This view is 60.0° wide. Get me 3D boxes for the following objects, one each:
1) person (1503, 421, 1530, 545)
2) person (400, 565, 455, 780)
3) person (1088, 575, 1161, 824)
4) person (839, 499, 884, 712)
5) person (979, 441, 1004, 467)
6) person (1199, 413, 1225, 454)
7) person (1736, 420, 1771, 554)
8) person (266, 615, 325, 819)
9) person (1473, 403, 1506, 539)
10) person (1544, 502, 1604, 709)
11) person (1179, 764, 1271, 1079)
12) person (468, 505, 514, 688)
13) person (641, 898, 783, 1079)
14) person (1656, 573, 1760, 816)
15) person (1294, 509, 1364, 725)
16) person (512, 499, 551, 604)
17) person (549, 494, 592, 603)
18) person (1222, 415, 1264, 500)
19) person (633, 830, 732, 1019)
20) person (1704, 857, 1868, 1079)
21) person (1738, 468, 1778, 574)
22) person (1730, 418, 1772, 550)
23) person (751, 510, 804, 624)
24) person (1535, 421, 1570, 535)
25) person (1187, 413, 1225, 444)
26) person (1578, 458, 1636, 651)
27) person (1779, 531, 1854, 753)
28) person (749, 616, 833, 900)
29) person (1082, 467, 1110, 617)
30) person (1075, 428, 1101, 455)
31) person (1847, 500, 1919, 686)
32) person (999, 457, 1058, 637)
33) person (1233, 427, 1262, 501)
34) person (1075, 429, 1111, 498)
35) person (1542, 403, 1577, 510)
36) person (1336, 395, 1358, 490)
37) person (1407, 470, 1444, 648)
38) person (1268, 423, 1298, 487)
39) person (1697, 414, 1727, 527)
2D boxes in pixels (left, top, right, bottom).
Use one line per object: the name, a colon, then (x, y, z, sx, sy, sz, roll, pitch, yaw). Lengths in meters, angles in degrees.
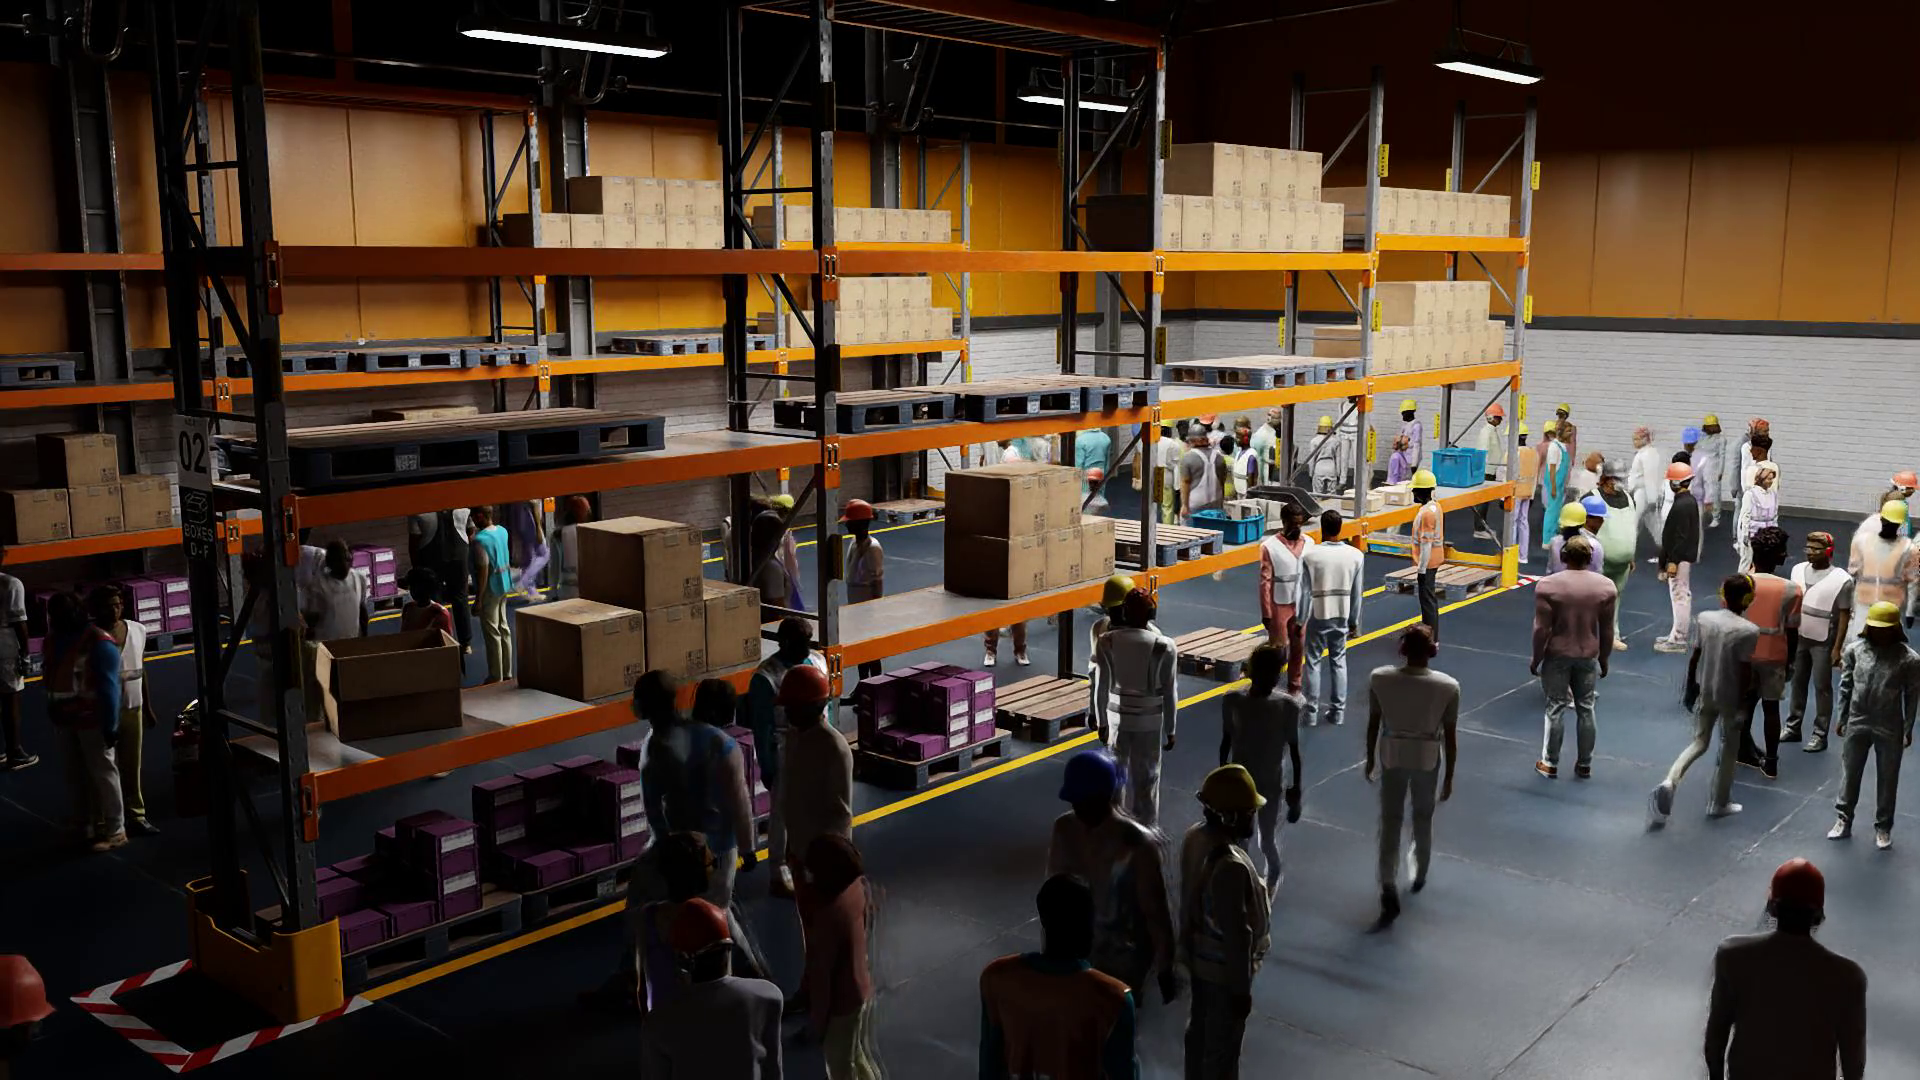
person: (7.521, -0.660, 22.579, 0.377, 1.926, 0.598, 9, 13, 42)
person: (-4.211, 1.037, 13.110, 0.535, 1.700, 0.318, 5, 11, 29)
person: (1.131, 1.179, 11.637, 0.590, 1.913, 0.399, 8, 12, 40)
person: (-0.903, 0.592, 15.059, 0.364, 1.935, 0.553, -5, 11, -27)
person: (0.514, -0.875, 24.046, 0.521, 1.864, 0.334, 7, 12, 36)
person: (3.681, -1.024, 24.798, 0.569, 1.905, 0.450, 7, 12, 35)
person: (11.051, -0.727, 23.098, 0.575, 1.882, 0.355, -6, 11, -34)
person: (-4.761, 1.242, 12.130, 0.526, 1.611, 0.535, 4, 10, 20)
person: (7.818, -1.025, 24.543, 0.397, 1.992, 0.623, 5, 11, 28)
person: (5.582, 0.589, 15.200, 0.478, 1.903, 0.606, -5, 11, -28)
person: (1.200, 1.903, 7.542, 0.403, 1.833, 0.590, -2, 10, -11)
person: (-4.450, 0.518, 15.794, 0.388, 1.838, 0.564, 1, 10, 8)
person: (-0.924, 2.179, 6.178, 0.565, 1.742, 0.368, -6, 11, -30)
person: (5.440, 1.144, 12.043, 0.754, 1.841, 0.555, -5, 11, -28)
person: (3.242, 0.685, 14.603, 0.600, 1.908, 0.396, -2, 10, -13)
person: (-5.101, -0.136, 19.696, 0.539, 1.833, 0.432, 9, 13, 42)
person: (-3.598, 0.496, 15.801, 0.595, 1.873, 0.443, 1, 10, 3)
person: (3.943, -0.807, 23.460, 0.662, 1.928, 0.419, 8, 12, 40)
person: (-1.062, 2.050, 6.628, 0.508, 1.847, 0.345, 7, 12, 35)
person: (3.276, 2.110, 6.607, 0.566, 1.737, 0.381, 8, 12, 39)
person: (9.509, -0.051, 19.817, 0.516, 1.633, 0.313, -3, 10, -20)
person: (11.132, -0.779, 23.391, 0.648, 1.895, 0.402, -3, 10, -15)
person: (-1.552, 0.755, 13.776, 0.537, 2.000, 0.678, -6, 11, -32)
person: (8.762, -0.895, 24.578, 0.529, 1.722, 0.796, 0, 10, 0)
person: (3.761, -1.189, 25.435, 0.617, 2.028, 0.410, 5, 11, 28)
person: (6.776, 0.160, 17.328, 0.674, 2.000, 0.535, -3, 10, -16)
person: (7.128, 0.837, 13.863, 0.389, 1.847, 0.563, -4, 10, -23)
person: (-1.051, 1.381, 10.680, 0.429, 1.830, 0.637, 8, 13, 40)
person: (1.608, 0.028, 19.043, 0.421, 1.733, 0.576, -5, 11, -27)
person: (2.032, -1.330, 27.070, 0.525, 1.760, 0.340, 1, 10, 8)
person: (8.457, 0.568, 15.296, 0.610, 1.899, 0.424, 8, 13, 40)
person: (0.756, 0.056, 18.190, 0.785, 1.958, 0.634, -3, 10, -15)
person: (3.896, -0.615, 22.583, 0.388, 1.837, 0.560, -1, 10, -9)
person: (1.860, -0.881, 23.945, 0.652, 1.906, 0.403, -7, 12, -38)
person: (9.850, -1.371, 27.330, 0.532, 1.755, 0.342, 6, 11, 33)
person: (6.952, -1.812, 29.571, 0.584, 1.882, 0.346, 7, 12, 36)
person: (4.829, 0.223, 17.330, 0.403, 1.919, 0.587, 3, 10, 18)
person: (4.776, -0.892, 24.656, 0.534, 1.694, 0.321, -5, 11, -28)
person: (11.526, -1.070, 25.597, 0.343, 1.736, 0.484, -6, 11, -32)
